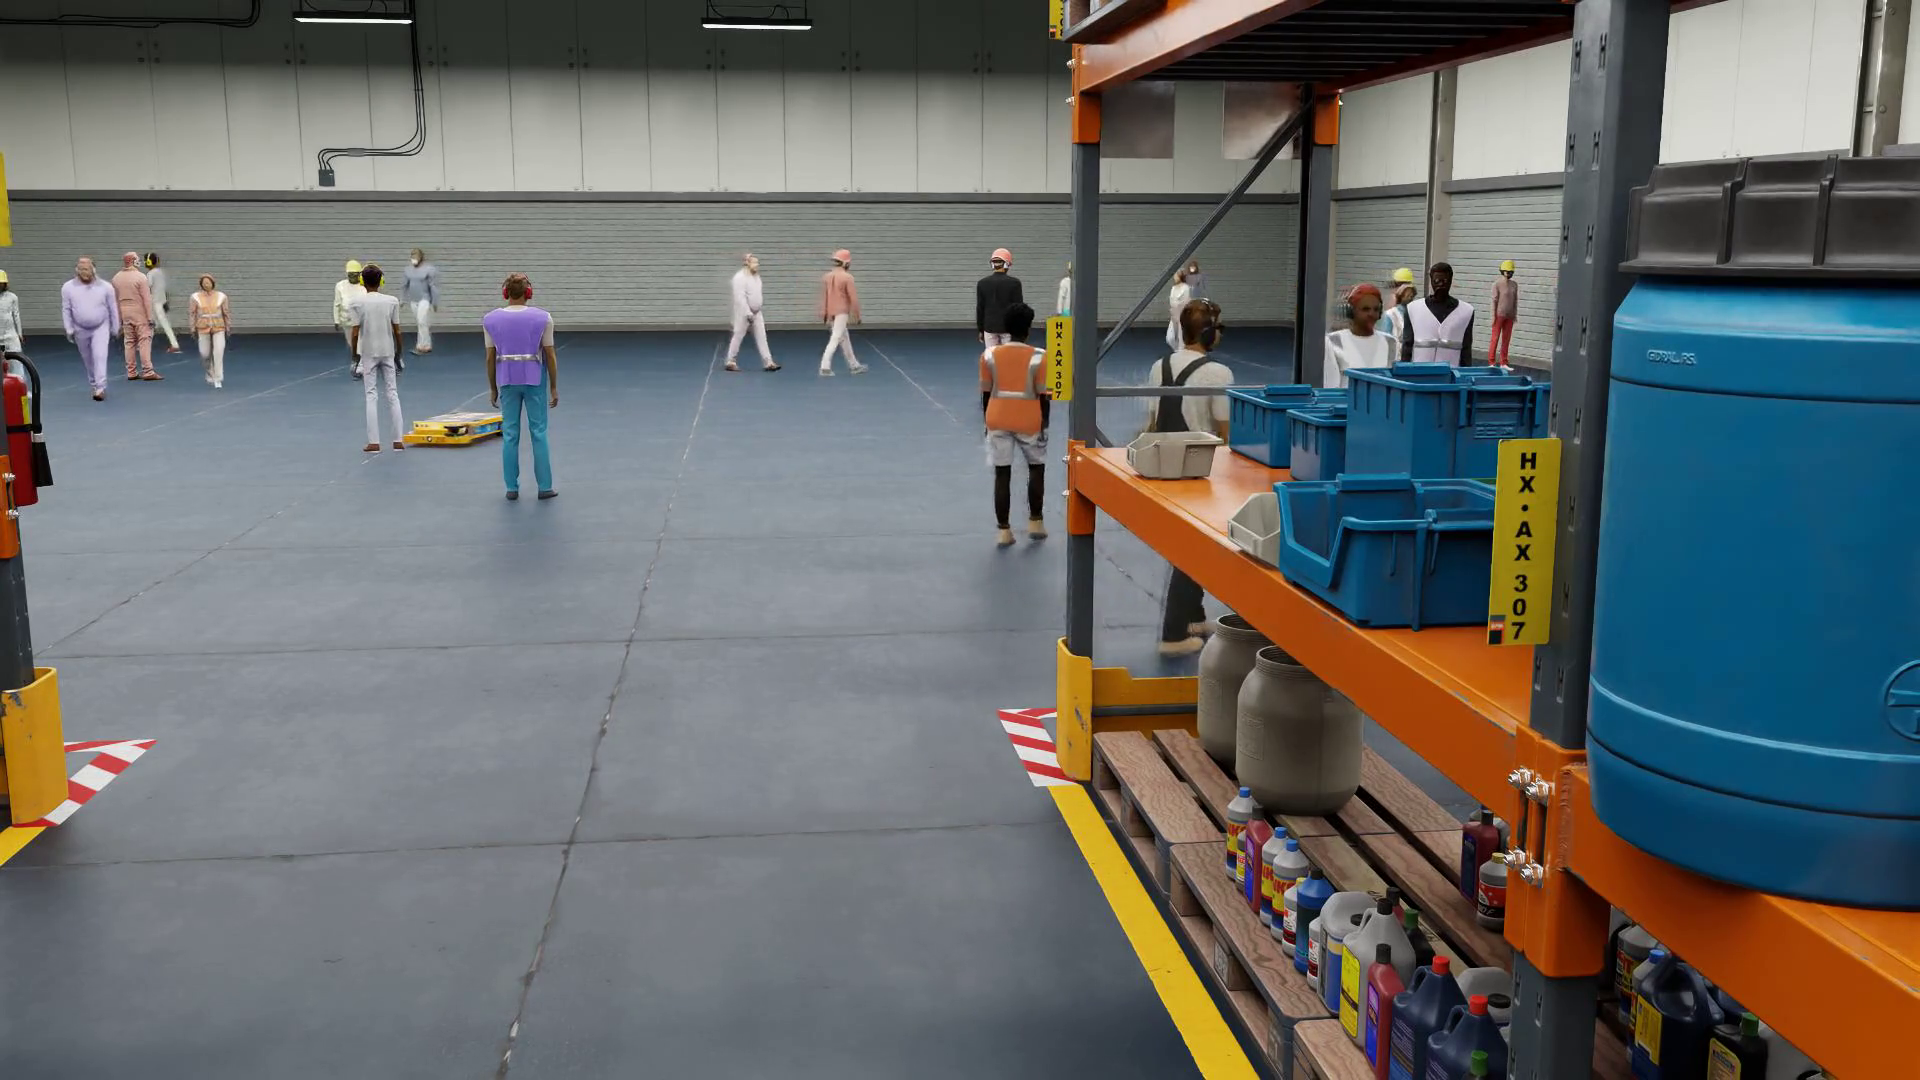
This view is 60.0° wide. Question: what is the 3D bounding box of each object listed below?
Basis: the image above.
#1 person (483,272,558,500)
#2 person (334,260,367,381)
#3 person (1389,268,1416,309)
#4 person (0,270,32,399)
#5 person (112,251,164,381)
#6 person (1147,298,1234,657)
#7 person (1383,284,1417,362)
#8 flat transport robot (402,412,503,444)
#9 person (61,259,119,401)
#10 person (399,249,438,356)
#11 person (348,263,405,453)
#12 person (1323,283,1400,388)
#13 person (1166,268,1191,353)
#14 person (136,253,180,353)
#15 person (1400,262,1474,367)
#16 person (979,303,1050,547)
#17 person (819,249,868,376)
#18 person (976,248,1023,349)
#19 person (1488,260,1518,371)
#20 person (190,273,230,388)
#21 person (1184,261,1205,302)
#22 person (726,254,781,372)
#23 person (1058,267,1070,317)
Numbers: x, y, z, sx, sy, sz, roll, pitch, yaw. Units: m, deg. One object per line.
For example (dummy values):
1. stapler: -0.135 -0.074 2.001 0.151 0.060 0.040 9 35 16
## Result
1. person: -3.551 -1.237 13.487 0.567 1.846 0.389 -1 10 -5
2. person: -9.074 -3.312 25.015 0.582 1.800 0.914 -1 10 -3
3. person: 5.399 -2.455 20.418 0.368 1.750 0.543 4 11 19
4. person: -12.643 -2.699 21.904 0.584 1.702 0.606 -7 13 -35
5. person: -12.248 -3.327 24.770 0.642 1.913 0.410 3 11 18
6. person: 1.258 -0.323 8.544 0.718 1.818 0.540 -8 13 -39
7. person: 4.780 -1.934 17.900 0.550 1.621 0.476 -3 11 -17
8. flat transport robot: -5.270 -1.195 17.579 0.652 0.197 1.431 2 10 10
9. person: -11.432 -2.767 21.893 0.623 1.854 1.019 -3 11 -16
10. person: -9.774 -4.250 29.875 0.655 1.898 0.959 4 11 20
11. person: -5.787 -1.798 16.497 0.521 1.874 0.328 -6 12 -31
12. person: 2.468 -0.697 10.528 0.585 1.855 0.882 -2 11 -13
13. person: 3.525 -3.525 26.625 0.383 1.629 0.515 -5 11 -26
14. person: -14.848 -4.335 30.533 0.957 1.818 0.553 -1 10 -5
15. person: 4.026 -1.380 14.077 0.590 1.919 0.392 1 10 8
16. person: 0.405 -0.802 11.577 0.538 1.677 0.630 3 11 14
17. person: -1.821 -3.498 25.649 1.044 1.936 0.642 -9 14 -41
18. person: 0.509 -2.593 20.537 0.608 1.985 0.394 4 11 20
19. person: 8.672 -3.564 26.492 0.522 1.763 0.334 -5 11 -26
20. person: -10.638 -2.972 23.623 0.519 1.621 0.541 -4 11 -21
21. person: 4.863 -5.027 34.888 0.523 1.614 0.648 3 11 16
22. person: -3.334 -3.583 26.332 0.984 1.861 0.649 7 12 32
23. person: 1.973 -3.987 28.871 0.532 1.738 0.467 -6 12 -28
